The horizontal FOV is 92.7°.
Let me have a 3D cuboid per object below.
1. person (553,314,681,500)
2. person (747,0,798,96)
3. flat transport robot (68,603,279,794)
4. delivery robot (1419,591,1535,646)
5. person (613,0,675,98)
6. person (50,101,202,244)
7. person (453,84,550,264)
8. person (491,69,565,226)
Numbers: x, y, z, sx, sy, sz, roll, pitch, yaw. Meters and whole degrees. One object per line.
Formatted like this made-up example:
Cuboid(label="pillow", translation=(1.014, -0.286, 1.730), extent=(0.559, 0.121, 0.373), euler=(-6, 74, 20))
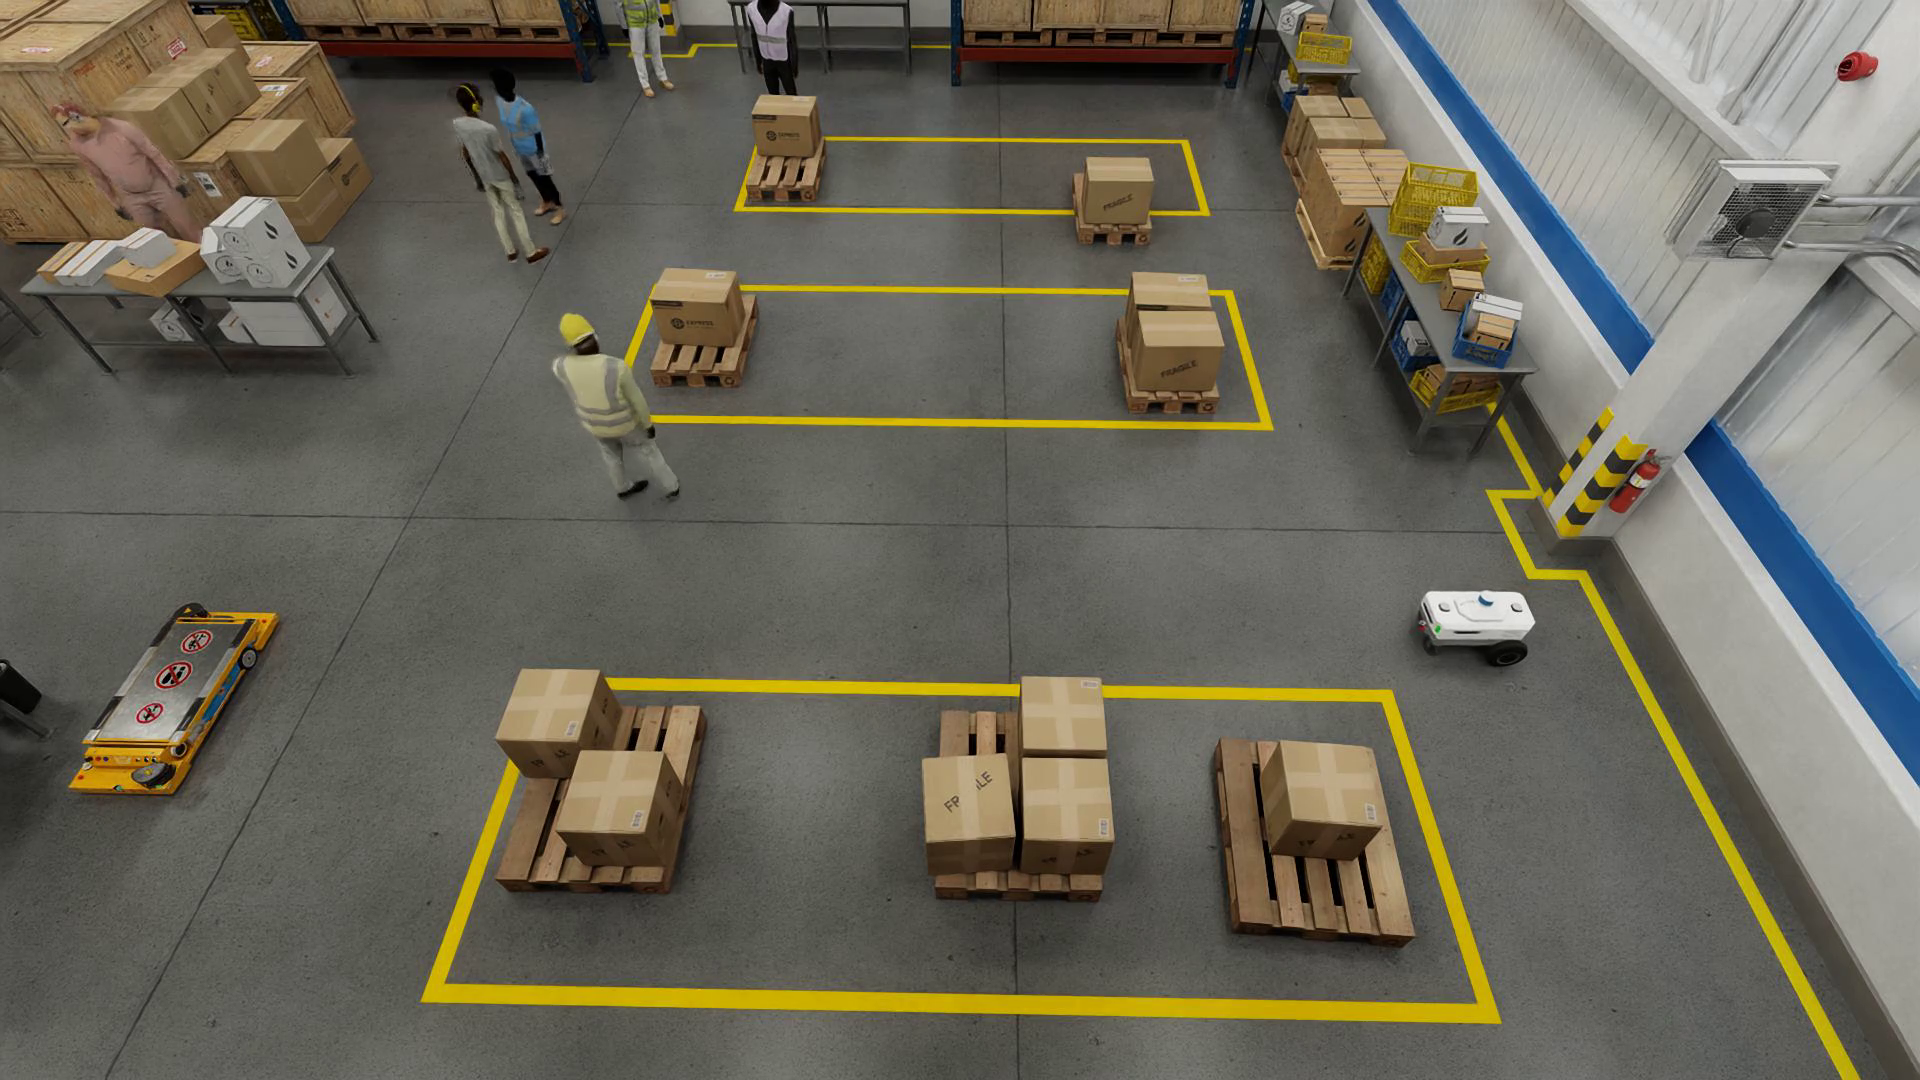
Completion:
Cuboid(label="person", translation=(-2.702, -0.960, 7.177), extent=(0.607, 1.789, 0.426), euler=(4, 50, 4))
Cuboid(label="person", translation=(-2.258, -5.926, 11.300), extent=(0.582, 1.910, 0.393), euler=(11, 51, 9))
Cuboid(label="flat transport robot", translation=(-5.504, 1.072, 6.442), extent=(0.652, 0.197, 1.431), euler=(1, 50, 1))
Cuboid(label="delivery robot", translation=(3.725, 0.550, 6.640), extent=(0.707, 0.478, 0.477), euler=(0, 50, 0))
Cuboid(label="person", translation=(-4.224, -6.897, 12.163), extent=(0.429, 1.841, 0.633), euler=(37, 59, 27))
Cuboid(label="person", translation=(-8.280, -3.525, 9.306), extent=(0.732, 1.862, 0.417), euler=(-17, 52, -14))
Cuboid(label="person", translation=(-4.829, -3.733, 9.491), extent=(0.585, 1.856, 0.332), euler=(11, 51, 9))
Cuboid(label="person", translation=(-4.739, -4.305, 10.069), extent=(0.584, 1.692, 0.318), euler=(25, 54, 19))
